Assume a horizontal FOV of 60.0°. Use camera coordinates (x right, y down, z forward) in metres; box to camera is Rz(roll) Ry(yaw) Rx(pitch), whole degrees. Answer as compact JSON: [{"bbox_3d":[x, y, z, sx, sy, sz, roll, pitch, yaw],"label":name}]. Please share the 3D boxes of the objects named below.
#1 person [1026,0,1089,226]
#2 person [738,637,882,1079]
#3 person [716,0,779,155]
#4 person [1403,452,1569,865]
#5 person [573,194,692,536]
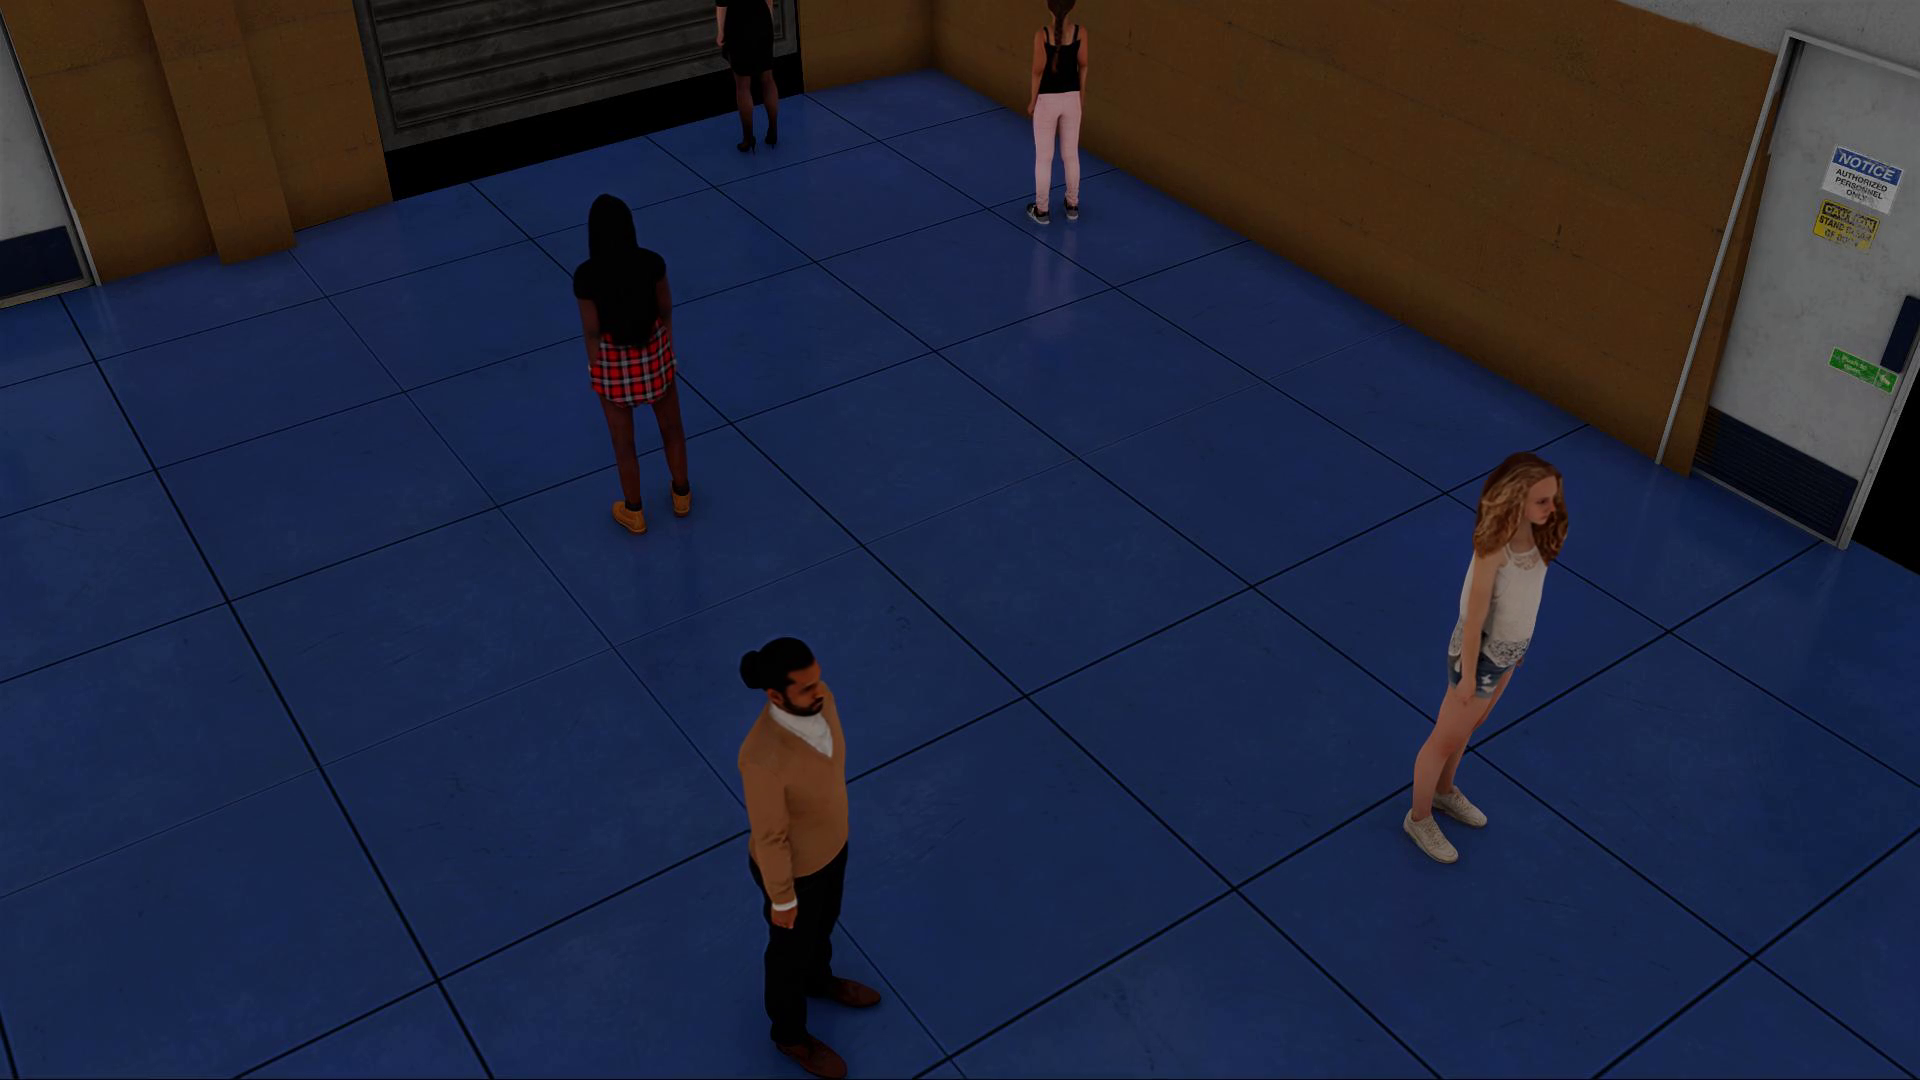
[{"bbox_3d":[0.620,-2.764,10.527,0.541,1.565,0.654,-9,38,-12],"label":"person"},{"bbox_3d":[-0.507,1.000,5.354,0.815,1.754,0.724,11,38,14],"label":"person"},{"bbox_3d":[-1.448,-3.476,11.345,0.439,1.705,0.654,-20,41,-25],"label":"person"},{"bbox_3d":[1.909,0.423,6.119,0.670,1.759,0.511,30,46,34],"label":"person"},{"bbox_3d":[-1.529,-0.811,7.789,0.546,1.728,0.689,-19,41,-23],"label":"person"}]
